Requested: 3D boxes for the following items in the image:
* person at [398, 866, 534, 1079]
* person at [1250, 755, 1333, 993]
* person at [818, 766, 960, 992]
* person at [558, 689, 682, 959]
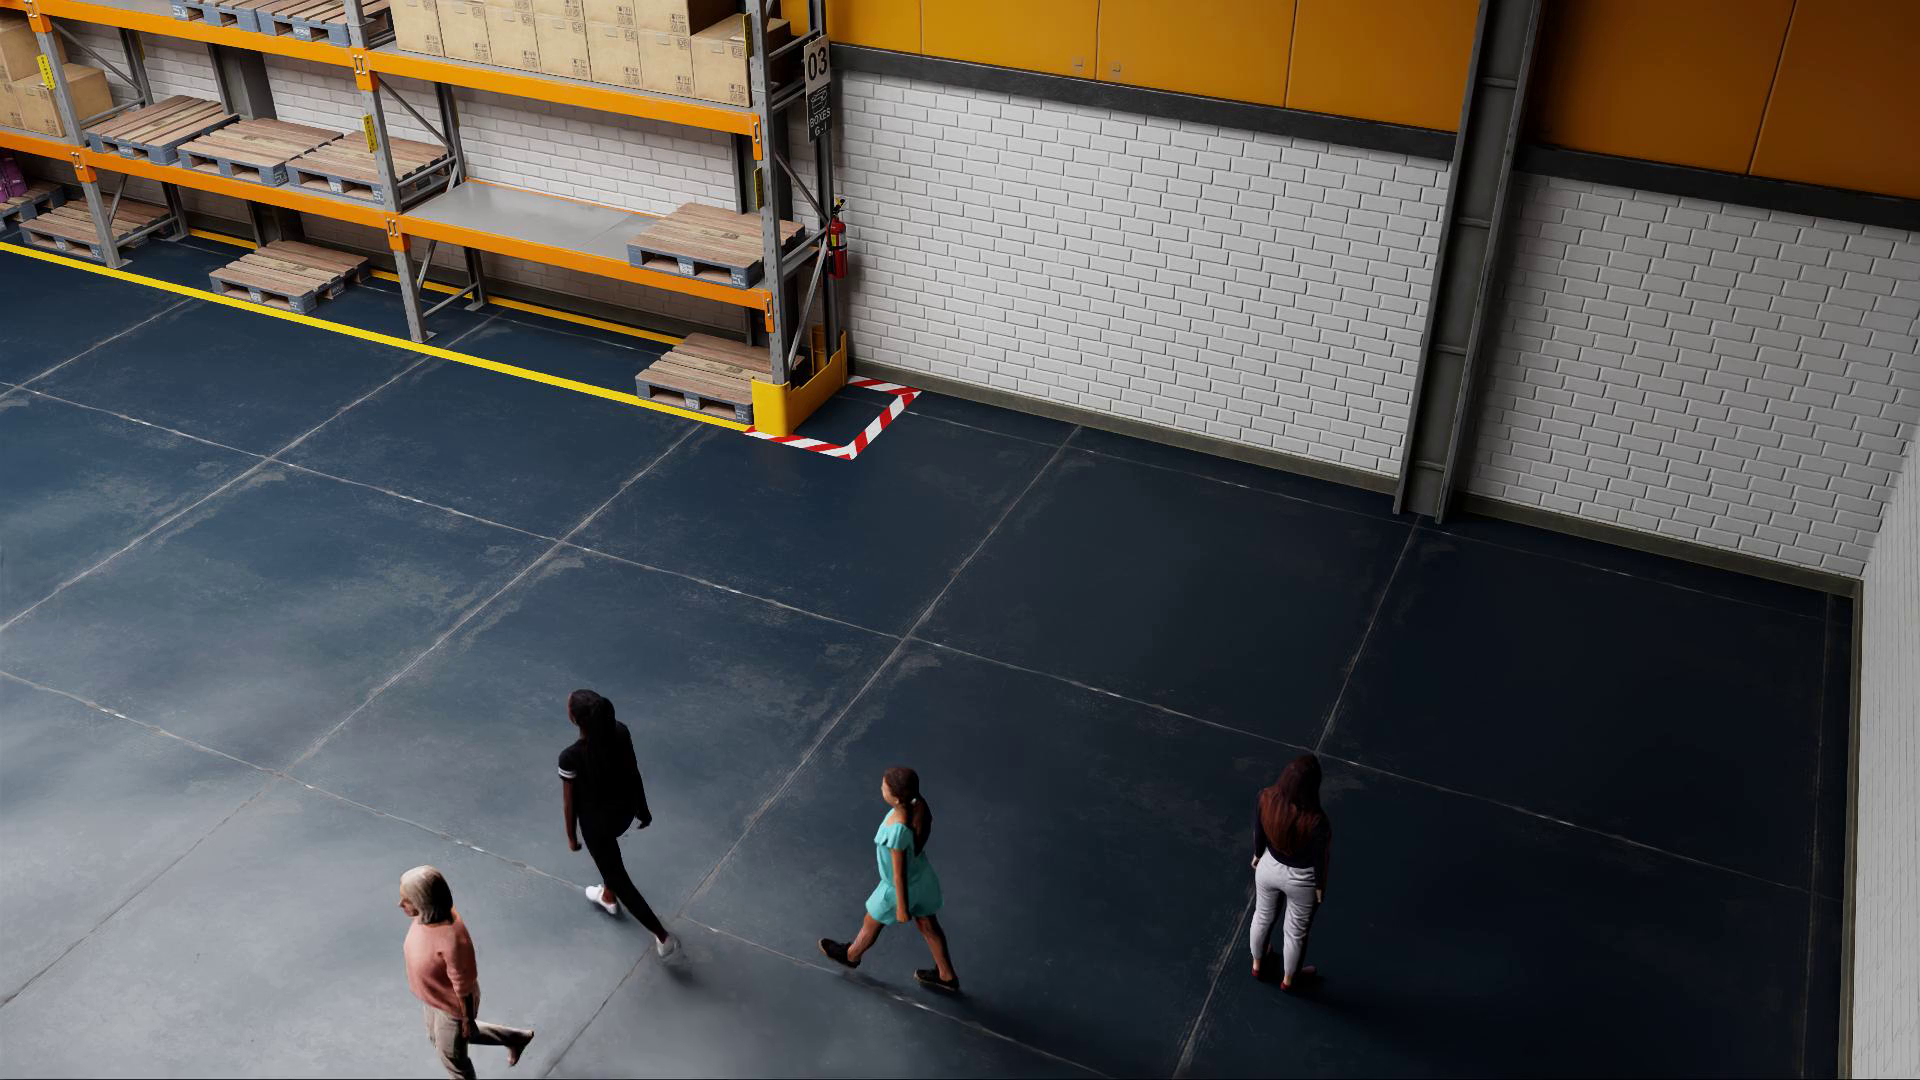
[{"bbox_3d":[-2.433,2.192,8.158,0.893,1.714,0.911,-23,40,-30],"label":"person"},{"bbox_3d":[1.769,1.773,8.884,0.556,1.608,0.712,24,41,32],"label":"person"},{"bbox_3d":[-0.215,1.847,8.854,1.011,1.517,0.563,13,36,18],"label":"person"},{"bbox_3d":[-1.864,1.574,9.107,1.178,1.694,0.791,24,40,32],"label":"person"}]
